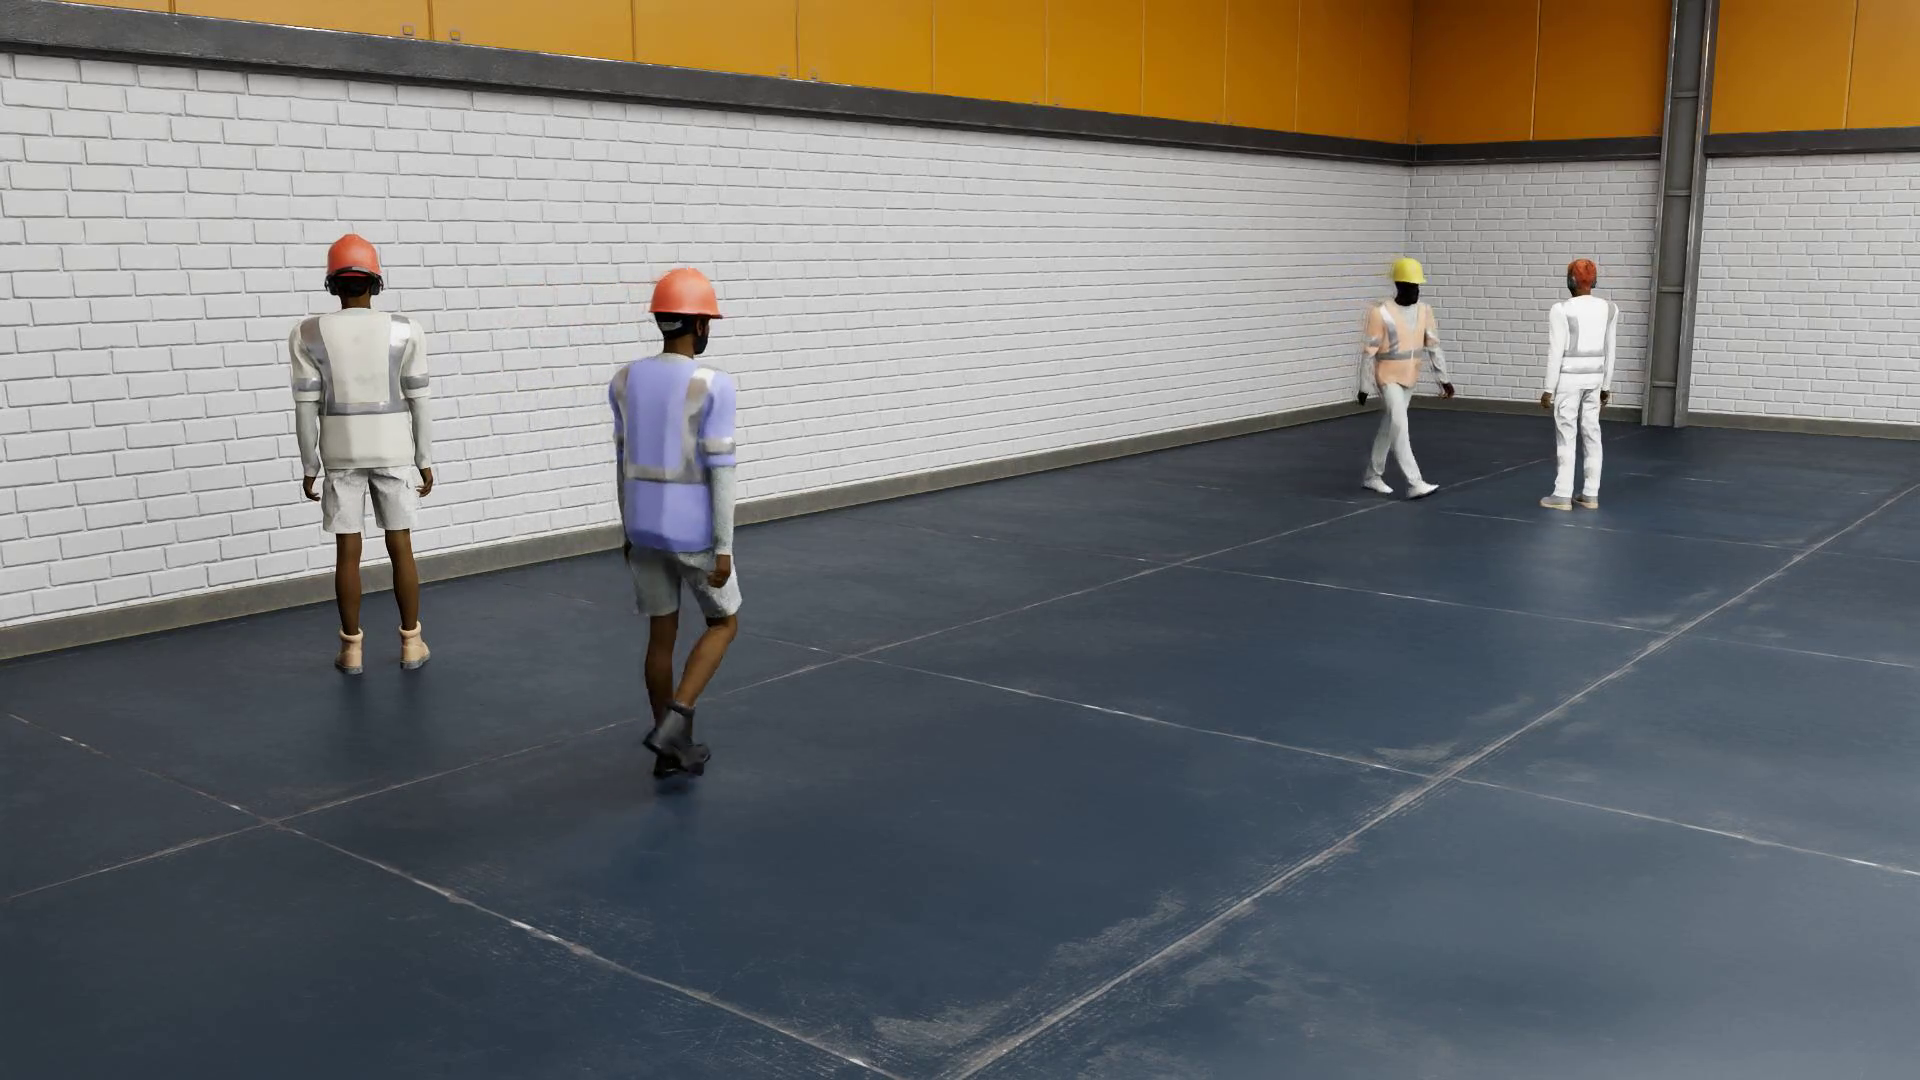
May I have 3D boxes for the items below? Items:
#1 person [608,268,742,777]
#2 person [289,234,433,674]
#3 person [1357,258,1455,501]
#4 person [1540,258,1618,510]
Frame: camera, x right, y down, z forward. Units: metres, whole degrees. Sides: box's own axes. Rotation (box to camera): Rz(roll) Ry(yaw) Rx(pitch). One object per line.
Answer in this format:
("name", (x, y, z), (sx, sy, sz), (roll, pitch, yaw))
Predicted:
("person", (-1.058, -0.039, 6.187), (0.557, 1.924, 0.495), (5, 11, 24))
("person", (-2.778, -0.392, 7.783), (0.607, 2.048, 0.370), (-4, 11, -19))
("person", (3.490, -1.248, 13.016), (0.602, 1.873, 0.999), (-6, 12, -30))
("person", (4.649, -1.165, 12.515), (0.584, 1.883, 0.337), (-3, 11, -16))
